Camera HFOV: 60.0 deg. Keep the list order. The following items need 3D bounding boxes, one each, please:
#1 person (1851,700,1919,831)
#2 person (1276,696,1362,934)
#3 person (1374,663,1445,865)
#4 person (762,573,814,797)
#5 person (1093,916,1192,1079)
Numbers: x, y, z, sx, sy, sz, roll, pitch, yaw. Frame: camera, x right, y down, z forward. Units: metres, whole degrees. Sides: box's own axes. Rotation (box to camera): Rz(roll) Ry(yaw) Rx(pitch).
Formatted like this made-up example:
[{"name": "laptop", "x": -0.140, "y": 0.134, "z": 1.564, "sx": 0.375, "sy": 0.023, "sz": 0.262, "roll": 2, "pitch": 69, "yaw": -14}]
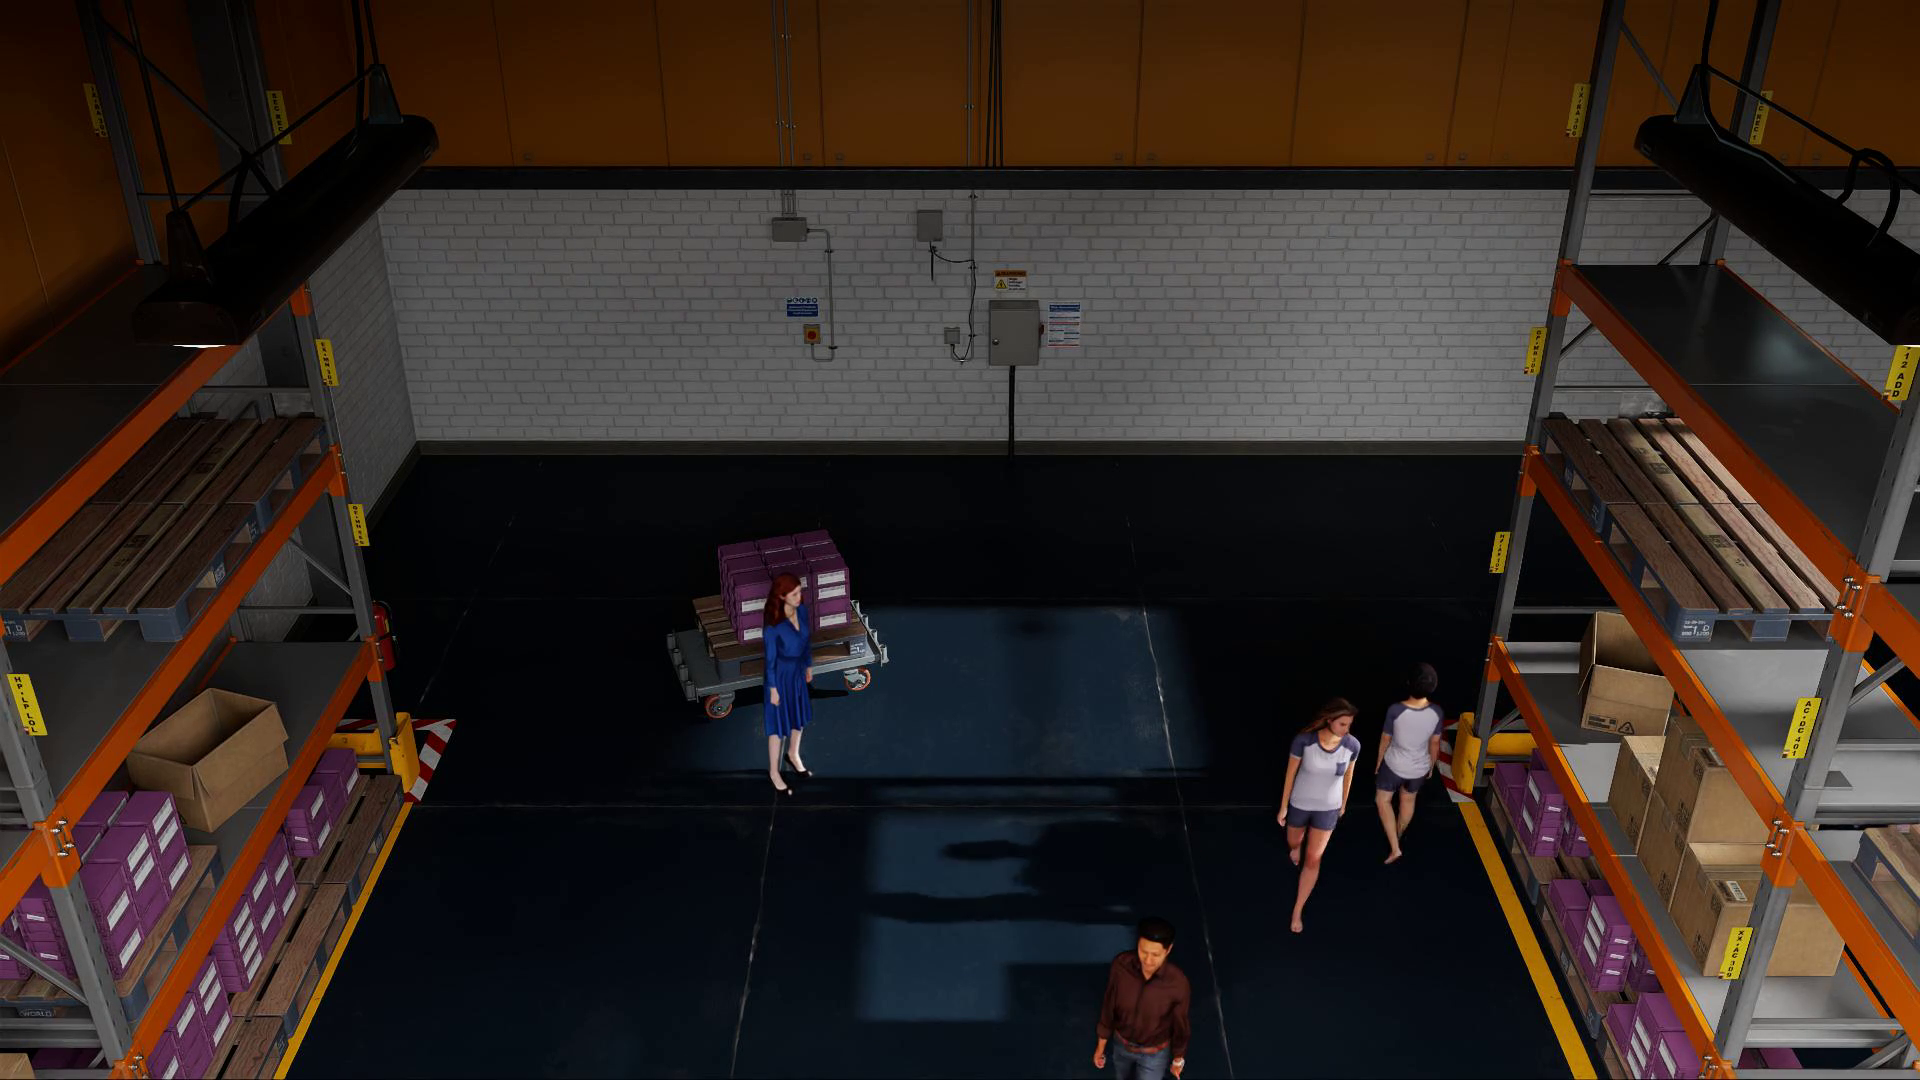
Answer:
[{"name": "person", "x": 5.988, "y": 1.862, "z": 10.554, "sx": 0.643, "sy": 1.797, "sz": 0.607, "roll": 0, "pitch": 29, "yaw": 1}, {"name": "person", "x": 2.329, "y": 1.700, "z": 10.963, "sx": 0.805, "sy": 1.690, "sz": 1.122, "roll": 8, "pitch": 30, "yaw": 15}, {"name": "person", "x": 3.058, "y": 1.555, "z": 11.379, "sx": 0.561, "sy": 1.545, "sz": 0.794, "roll": 1, "pitch": 29, "yaw": 1}, {"name": "person", "x": -1.255, "y": 1.027, "z": 12.056, "sx": 0.773, "sy": 1.824, "sz": 0.690, "roll": 19, "pitch": 34, "yaw": 30}, {"name": "person", "x": 1.008, "y": 2.706, "z": 9.053, "sx": 1.004, "sy": 1.753, "sz": 1.194, "roll": 16, "pitch": 32, "yaw": 27}]
